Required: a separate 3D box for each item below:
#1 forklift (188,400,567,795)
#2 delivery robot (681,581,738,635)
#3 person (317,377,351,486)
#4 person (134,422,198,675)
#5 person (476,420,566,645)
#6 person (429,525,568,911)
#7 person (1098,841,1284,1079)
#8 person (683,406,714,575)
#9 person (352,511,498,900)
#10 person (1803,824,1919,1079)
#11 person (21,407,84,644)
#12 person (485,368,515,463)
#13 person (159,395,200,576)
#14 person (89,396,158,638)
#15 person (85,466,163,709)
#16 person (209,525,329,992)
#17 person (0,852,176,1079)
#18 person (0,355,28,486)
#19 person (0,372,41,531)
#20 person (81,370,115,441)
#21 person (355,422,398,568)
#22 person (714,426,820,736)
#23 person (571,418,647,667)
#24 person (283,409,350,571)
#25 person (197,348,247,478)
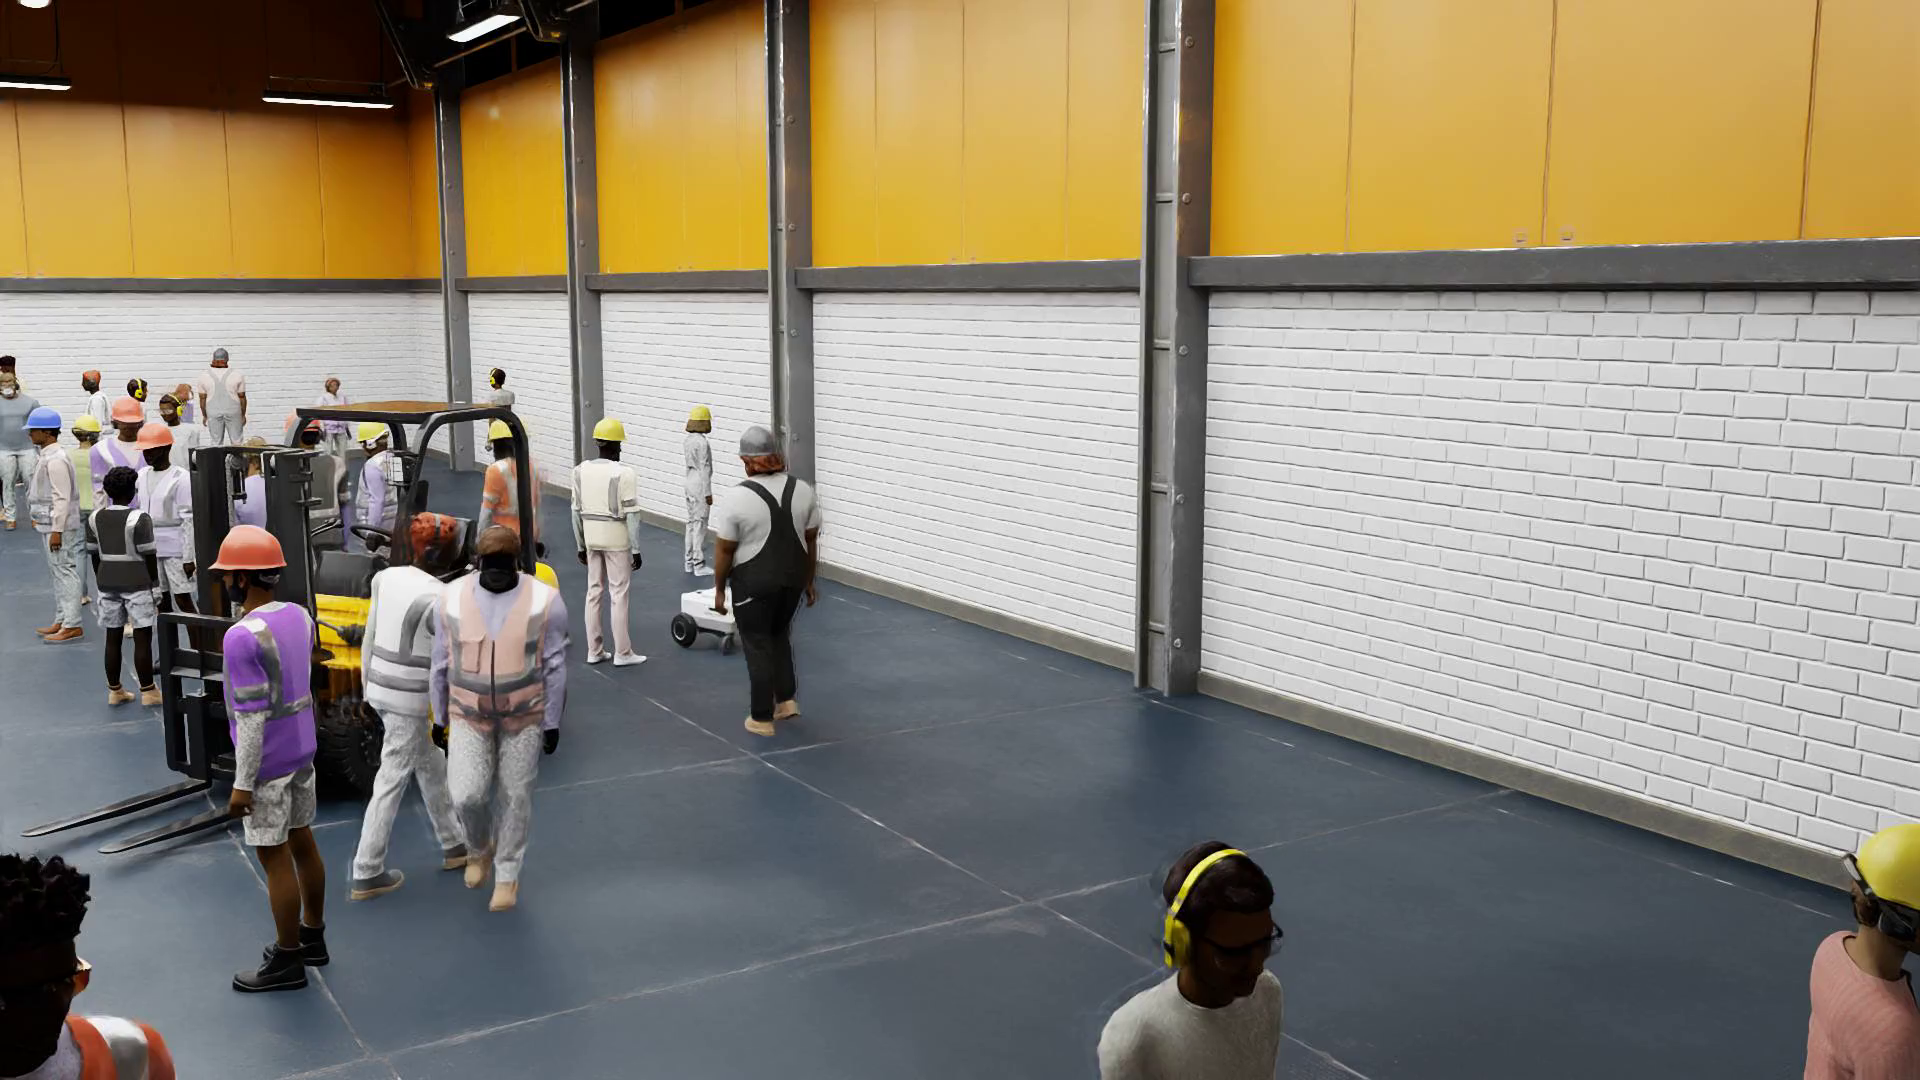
[{"bbox_3d":[-3.529,0.258,10.348,1.214,2.155,2.313,4,9,25],"label":"forklift"},{"bbox_3d":[-1.934,0.559,13.502,0.707,0.478,0.477,7,11,40],"label":"delivery robot"},{"bbox_3d":[-9.323,-1.605,24.781,0.313,1.637,0.520,7,11,38],"label":"person"},{"bbox_3d":[-5.969,0.077,12.485,0.540,1.930,0.384,4,9,23],"label":"person"},{"bbox_3d":[-3.641,-0.042,13.482,1.007,1.865,0.579,2,9,14],"label":"person"},{"bbox_3d":[-2.140,0.826,7.763,0.640,1.820,0.434,-2,9,-10],"label":"person"},{"bbox_3d":[0.423,1.477,3.408,0.529,1.829,0.775,-7,11,-40],"label":"person"},{"bbox_3d":[-2.660,-0.510,17.079,0.321,1.737,0.487,-5,10,-30],"label":"person"},{"bbox_3d":[-2.591,0.773,8.048,0.606,1.840,0.866,8,12,44],"label":"person"},{"bbox_3d":[2.008,1.469,3.678,0.338,1.756,0.532,2,9,14],"label":"person"},{"bbox_3d":[-7.482,-0.125,13.757,0.384,1.949,0.604,-6,10,-34],"label":"person"},{"bbox_3d":[-6.251,-1.402,22.623,0.331,1.874,0.519,5,10,30],"label":"person"},{"bbox_3d":[-7.975,-0.557,16.982,0.510,1.861,0.324,1,8,4],"label":"person"},{"bbox_3d":[-6.907,-0.190,13.930,0.611,2.032,0.411,-7,11,-38],"label":"person"},{"bbox_3d":[-5.771,0.330,11.533,0.532,1.696,0.319,2,9,13],"label":"person"},{"bbox_3d":[-2.870,0.900,6.882,0.376,1.939,0.547,1,8,5],"label":"person"},{"bbox_3d":[-1.601,1.485,2.870,0.420,1.959,0.664,6,10,35],"label":"person"},{"bbox_3d":[-14.171,-1.791,24.951,0.389,1.957,0.607,-2,9,-13],"label":"person"},{"bbox_3d":[-11.502,-1.075,20.240,0.637,1.930,0.374,-5,10,-30],"label":"person"},{"bbox_3d":[-11.346,-1.302,21.941,0.344,1.876,0.577,-4,9,-24],"label":"person"},{"bbox_3d":[-4.929,-0.125,14.184,0.403,1.819,0.593,1,8,3],"label":"person"},{"bbox_3d":[-1.294,0.258,10.866,0.710,2.000,0.536,-6,11,-37],"label":"person"},{"bbox_3d":[-2.708,0.018,12.862,0.594,1.924,0.381,4,9,24],"label":"person"},{"bbox_3d":[-4.848,0.034,12.422,0.608,2.033,0.426,-8,12,-44],"label":"person"},{"bbox_3d":[-11.450,-1.970,25.881,0.681,2.000,0.536,-3,9,-16],"label":"person"}]
